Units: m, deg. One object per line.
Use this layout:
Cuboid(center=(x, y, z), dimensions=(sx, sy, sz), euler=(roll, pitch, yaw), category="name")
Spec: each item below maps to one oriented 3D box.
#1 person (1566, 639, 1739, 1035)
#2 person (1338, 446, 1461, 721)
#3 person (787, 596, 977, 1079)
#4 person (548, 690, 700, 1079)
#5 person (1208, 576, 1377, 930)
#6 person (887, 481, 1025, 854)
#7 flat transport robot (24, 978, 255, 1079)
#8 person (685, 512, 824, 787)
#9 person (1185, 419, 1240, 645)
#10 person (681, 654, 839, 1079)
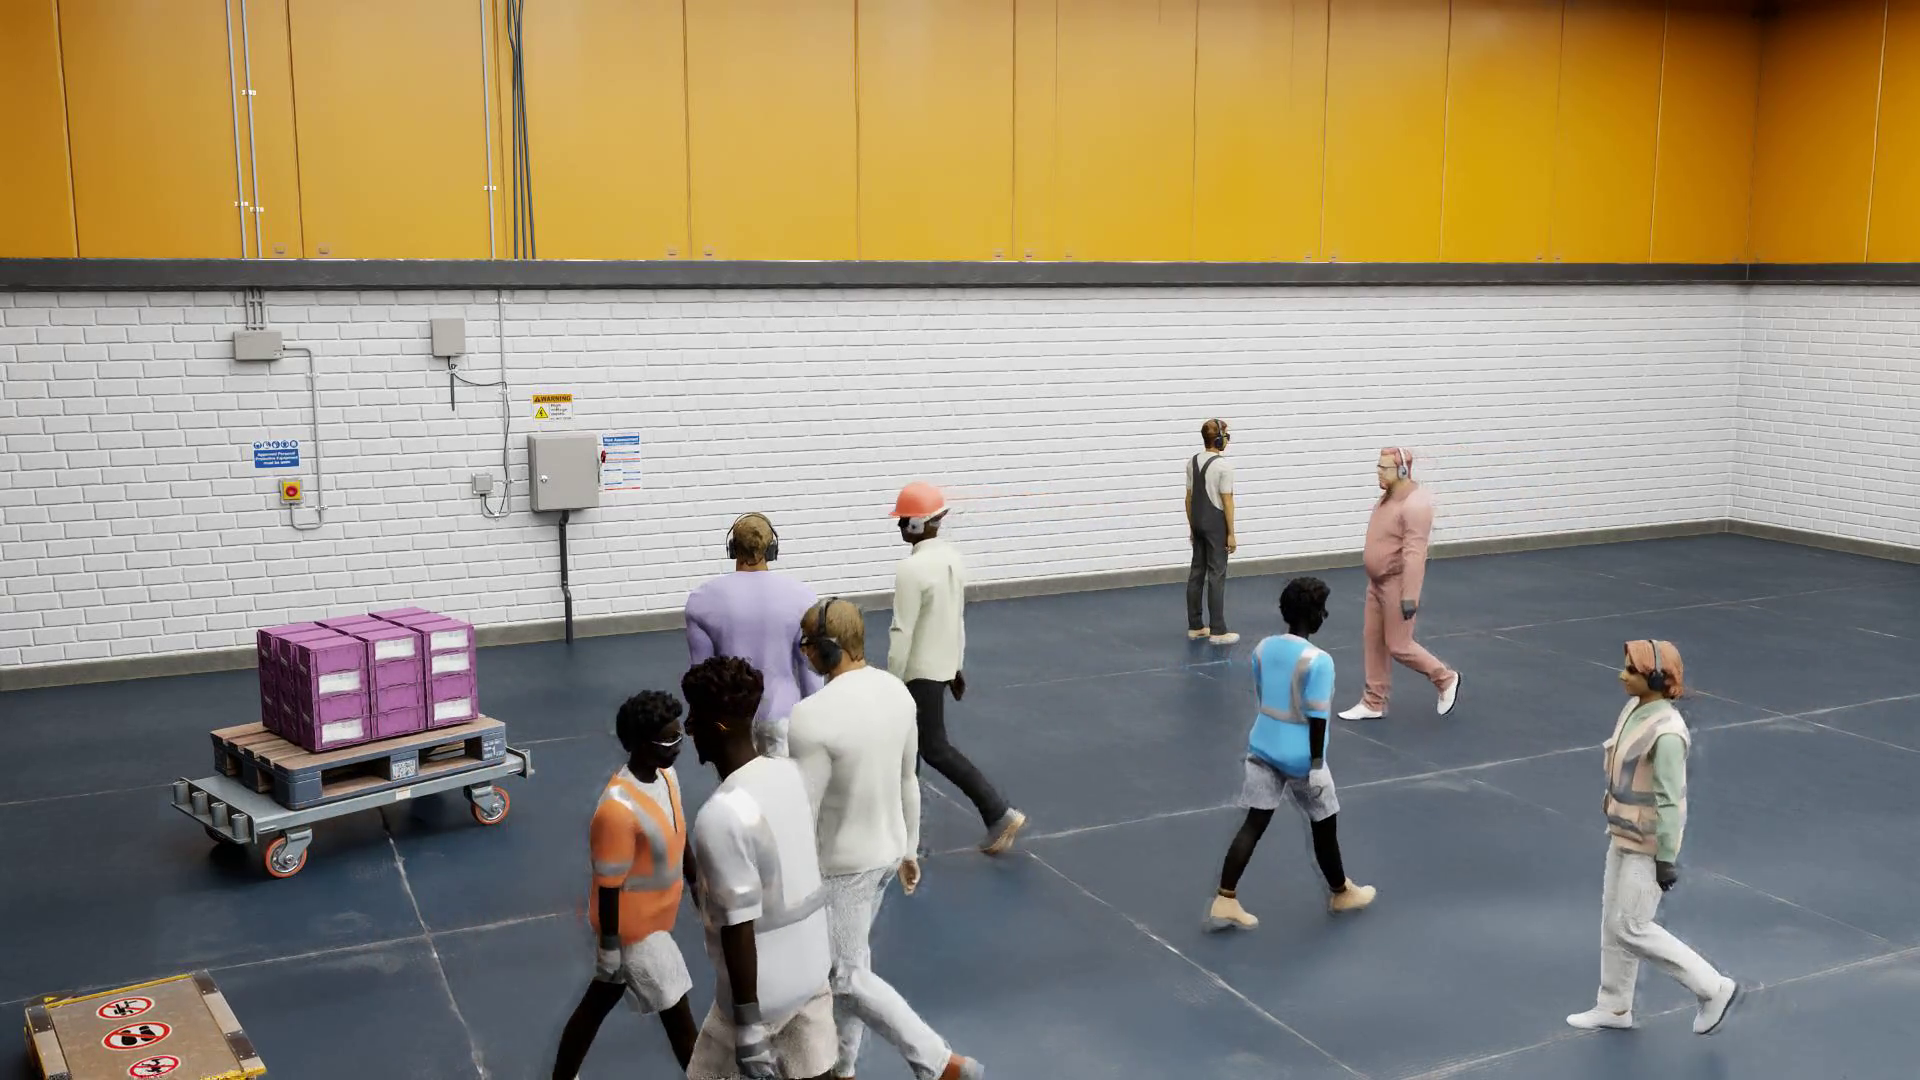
Cuboid(center=(2.736, 1.182, 6.526), dimensions=(0.526, 1.626, 0.518), euler=(1, 9, 9), category="person")
Cuboid(center=(2.971, 0.302, 11.169), dimensions=(0.731, 1.887, 0.655), euler=(-2, 9, -10), category="person")
Cuboid(center=(-0.313, 1.146, 5.883), dimensions=(0.776, 1.912, 0.638), euler=(5, 11, 29), category="person")
Cuboid(center=(-1.070, 1.298, 5.737), dimensions=(0.925, 1.627, 0.541), euler=(0, 9, 2), category="person")
Cuboid(center=(1.529, 0.981, 7.688), dimensions=(0.900, 1.647, 0.538), euler=(-5, 10, -29), category="person")
Cuboid(center=(-0.106, 0.670, 8.682), dimensions=(0.942, 1.964, 0.606), euler=(3, 10, 19), category="person")
Cuboid(center=(-2.976, 1.929, 6.078), dimensions=(0.652, 0.197, 1.431), euler=(-6, 11, -34), category="flat transport robot")
Cuboid(center=(-0.946, 0.830, 7.737), dimensions=(0.632, 1.940, 0.372), euler=(-1, 9, -4), category="person")
Cuboid(center=(2.058, -0.070, 13.608), dimensions=(0.345, 1.847, 0.506), euler=(-6, 11, -35), category="person")
Cuboid(center=(-0.492, 1.298, 4.962), dimensions=(0.907, 1.914, 0.614), euler=(4, 10, 21), category="person")
